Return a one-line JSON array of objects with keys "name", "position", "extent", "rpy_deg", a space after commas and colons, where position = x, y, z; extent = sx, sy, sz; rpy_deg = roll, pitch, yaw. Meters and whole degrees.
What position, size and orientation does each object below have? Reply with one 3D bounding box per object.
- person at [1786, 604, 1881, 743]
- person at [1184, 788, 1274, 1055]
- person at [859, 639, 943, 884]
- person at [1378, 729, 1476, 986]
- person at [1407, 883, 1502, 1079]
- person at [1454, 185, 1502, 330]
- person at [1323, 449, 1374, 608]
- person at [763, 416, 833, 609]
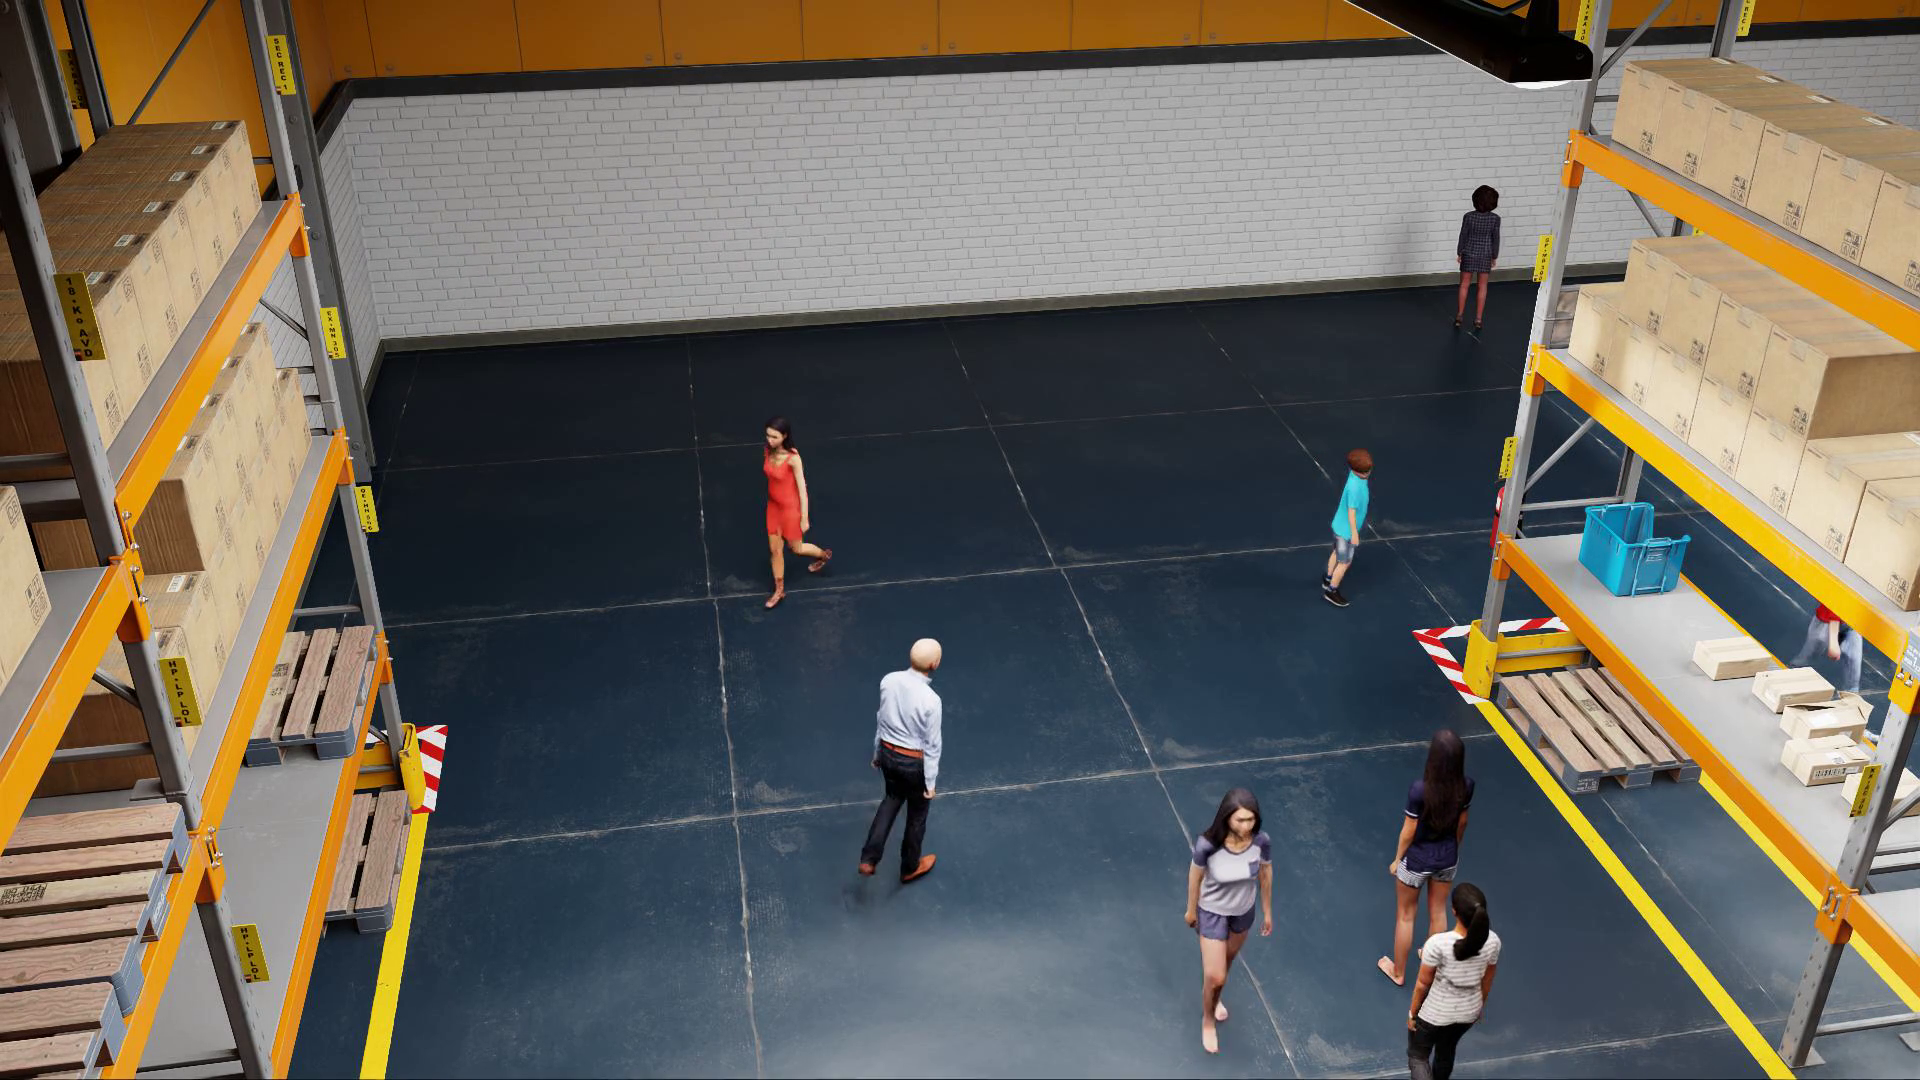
[{"name": "person", "position": [6.300, 0.617, 12.106], "extent": [0.852, 1.656, 1.174], "rpy_deg": [-14, 31, -23]}, {"name": "person", "position": [1.493, 2.042, 9.460], "extent": [0.636, 1.689, 0.731], "rpy_deg": [-8, 30, -15]}, {"name": "person", "position": [-0.380, 1.454, 10.463], "extent": [0.961, 1.760, 1.016], "rpy_deg": [19, 34, 31]}, {"name": "person", "position": [2.732, 1.862, 9.708], "extent": [0.579, 1.766, 0.512], "rpy_deg": [-6, 29, -11]}, {"name": "person", "position": [2.564, 2.494, 8.690], "extent": [0.605, 1.632, 0.893], "rpy_deg": [-3, 29, -5]}, {"name": "person", "position": [5.950, -3.245, 19.137], "extent": [0.695, 1.703, 0.701], "rpy_deg": [9, 30, 16]}, {"name": "person", "position": [3.182, -0.162, 13.773], "extent": [0.823, 1.428, 0.609], "rpy_deg": [1, 29, 2]}, {"name": "person", "position": [-1.377, -0.274, 13.705], "extent": [1.018, 1.689, 1.068], "rpy_deg": [22, 36, 35]}]
